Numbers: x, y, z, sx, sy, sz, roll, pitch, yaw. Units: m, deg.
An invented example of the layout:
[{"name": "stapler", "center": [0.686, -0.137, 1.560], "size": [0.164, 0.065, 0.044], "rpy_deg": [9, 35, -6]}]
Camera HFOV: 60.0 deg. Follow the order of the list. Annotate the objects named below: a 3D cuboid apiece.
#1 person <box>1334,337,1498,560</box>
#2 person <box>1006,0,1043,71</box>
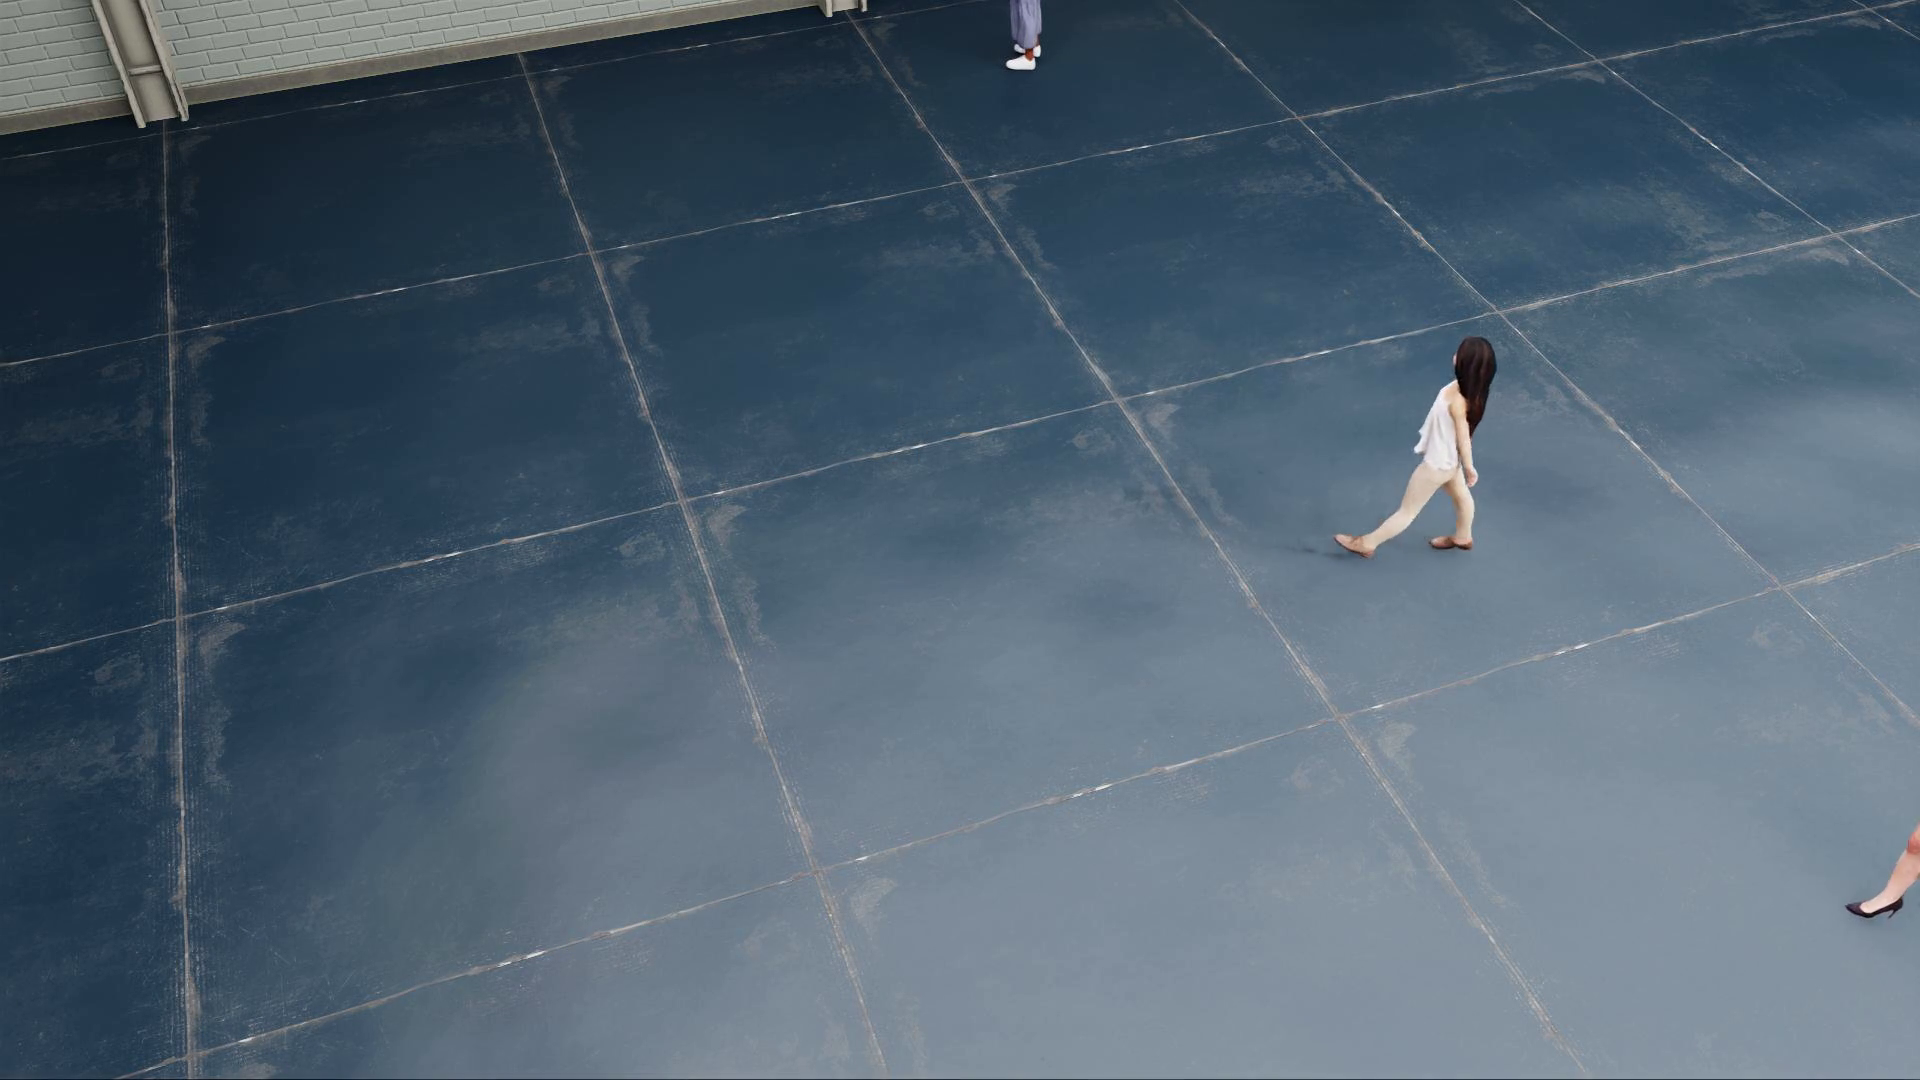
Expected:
[{"name": "person", "center": [2.643, -0.538, 9.600], "size": [1.074, 1.625, 0.938], "rpy_deg": [4, 43, 5]}, {"name": "person", "center": [0.572, -4.863, 14.181], "size": [0.685, 1.695, 0.657], "rpy_deg": [11, 44, 11]}]
